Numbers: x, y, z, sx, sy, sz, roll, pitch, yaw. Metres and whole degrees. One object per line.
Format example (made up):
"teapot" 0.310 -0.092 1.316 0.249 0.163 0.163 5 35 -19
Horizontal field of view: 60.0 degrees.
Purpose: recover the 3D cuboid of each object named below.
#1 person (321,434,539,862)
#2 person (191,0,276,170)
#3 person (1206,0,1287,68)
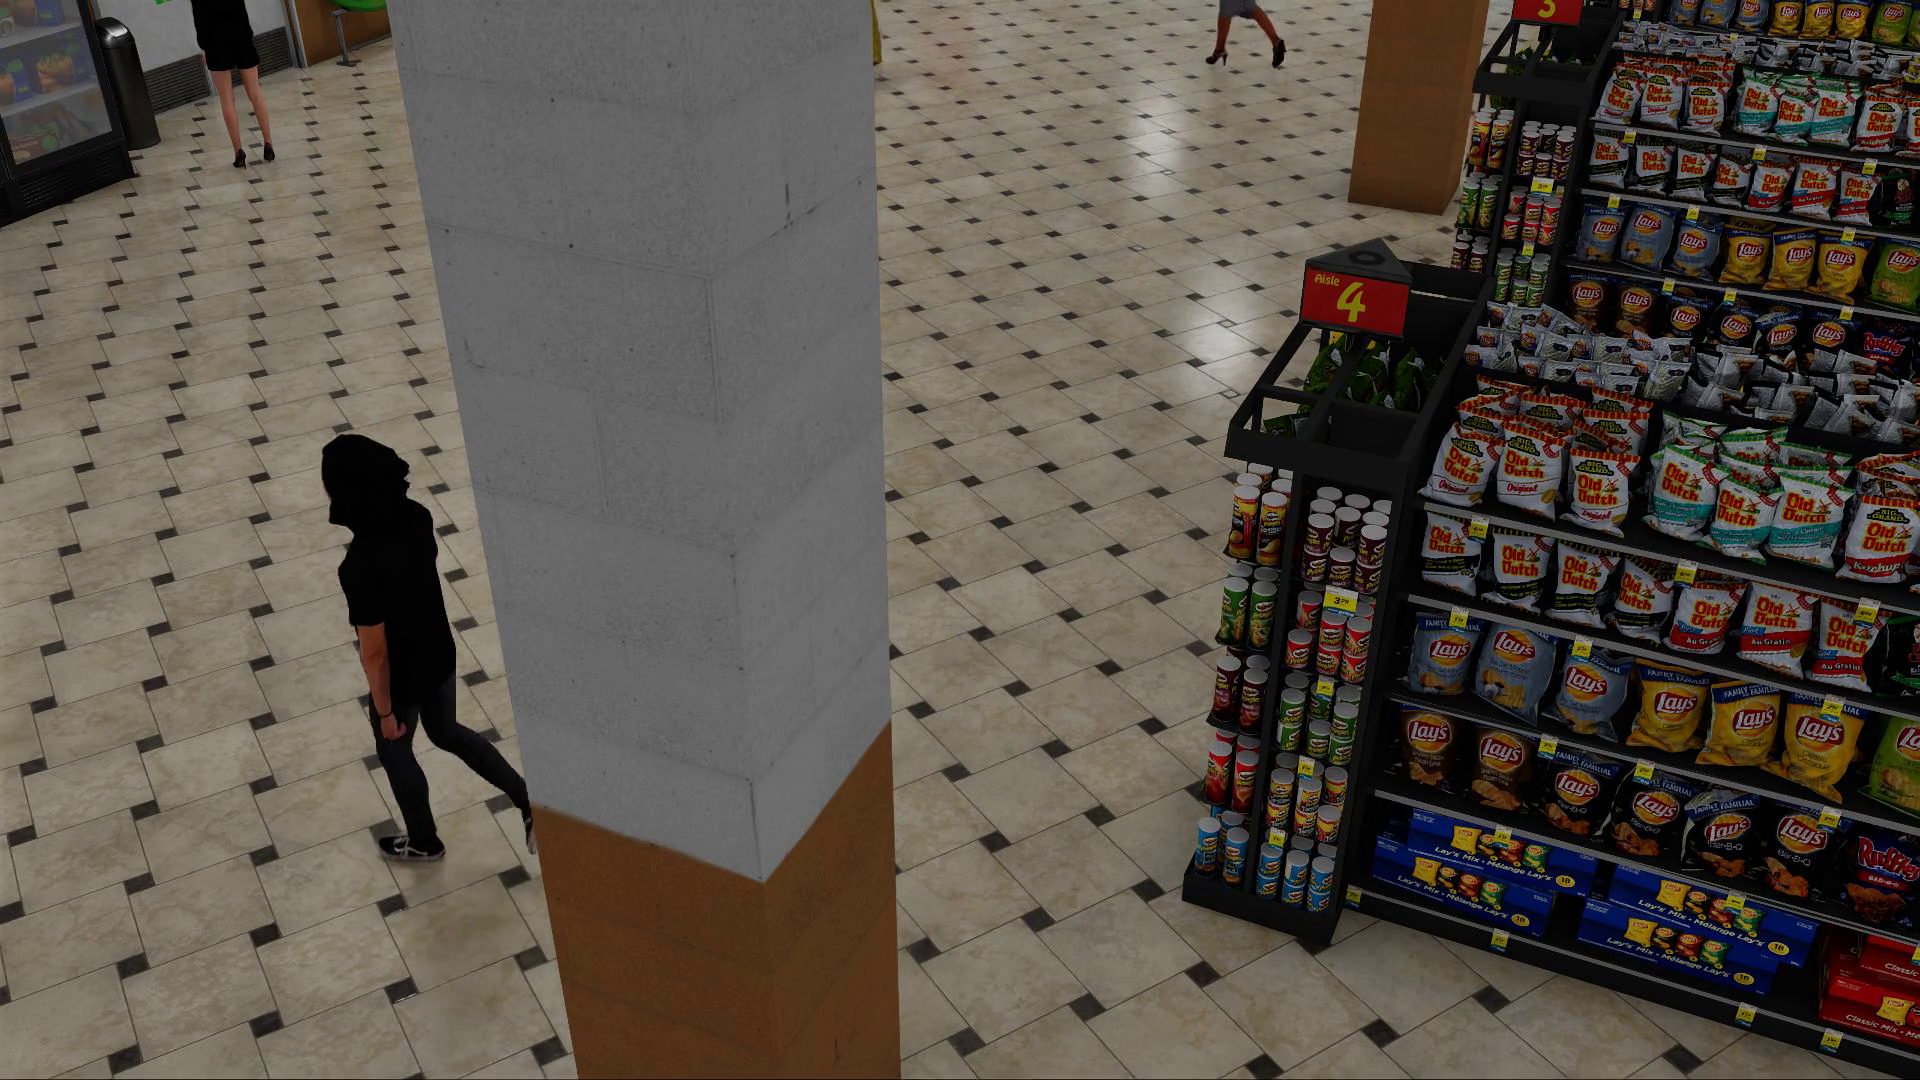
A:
"person" -1.859 0.445 5.859 0.983 1.817 0.695 10 33 16
"person" -5.537 -3.707 12.578 0.642 1.768 0.648 -23 39 -32
"person" 2.583 -4.995 14.661 1.133 1.755 0.826 26 40 35
